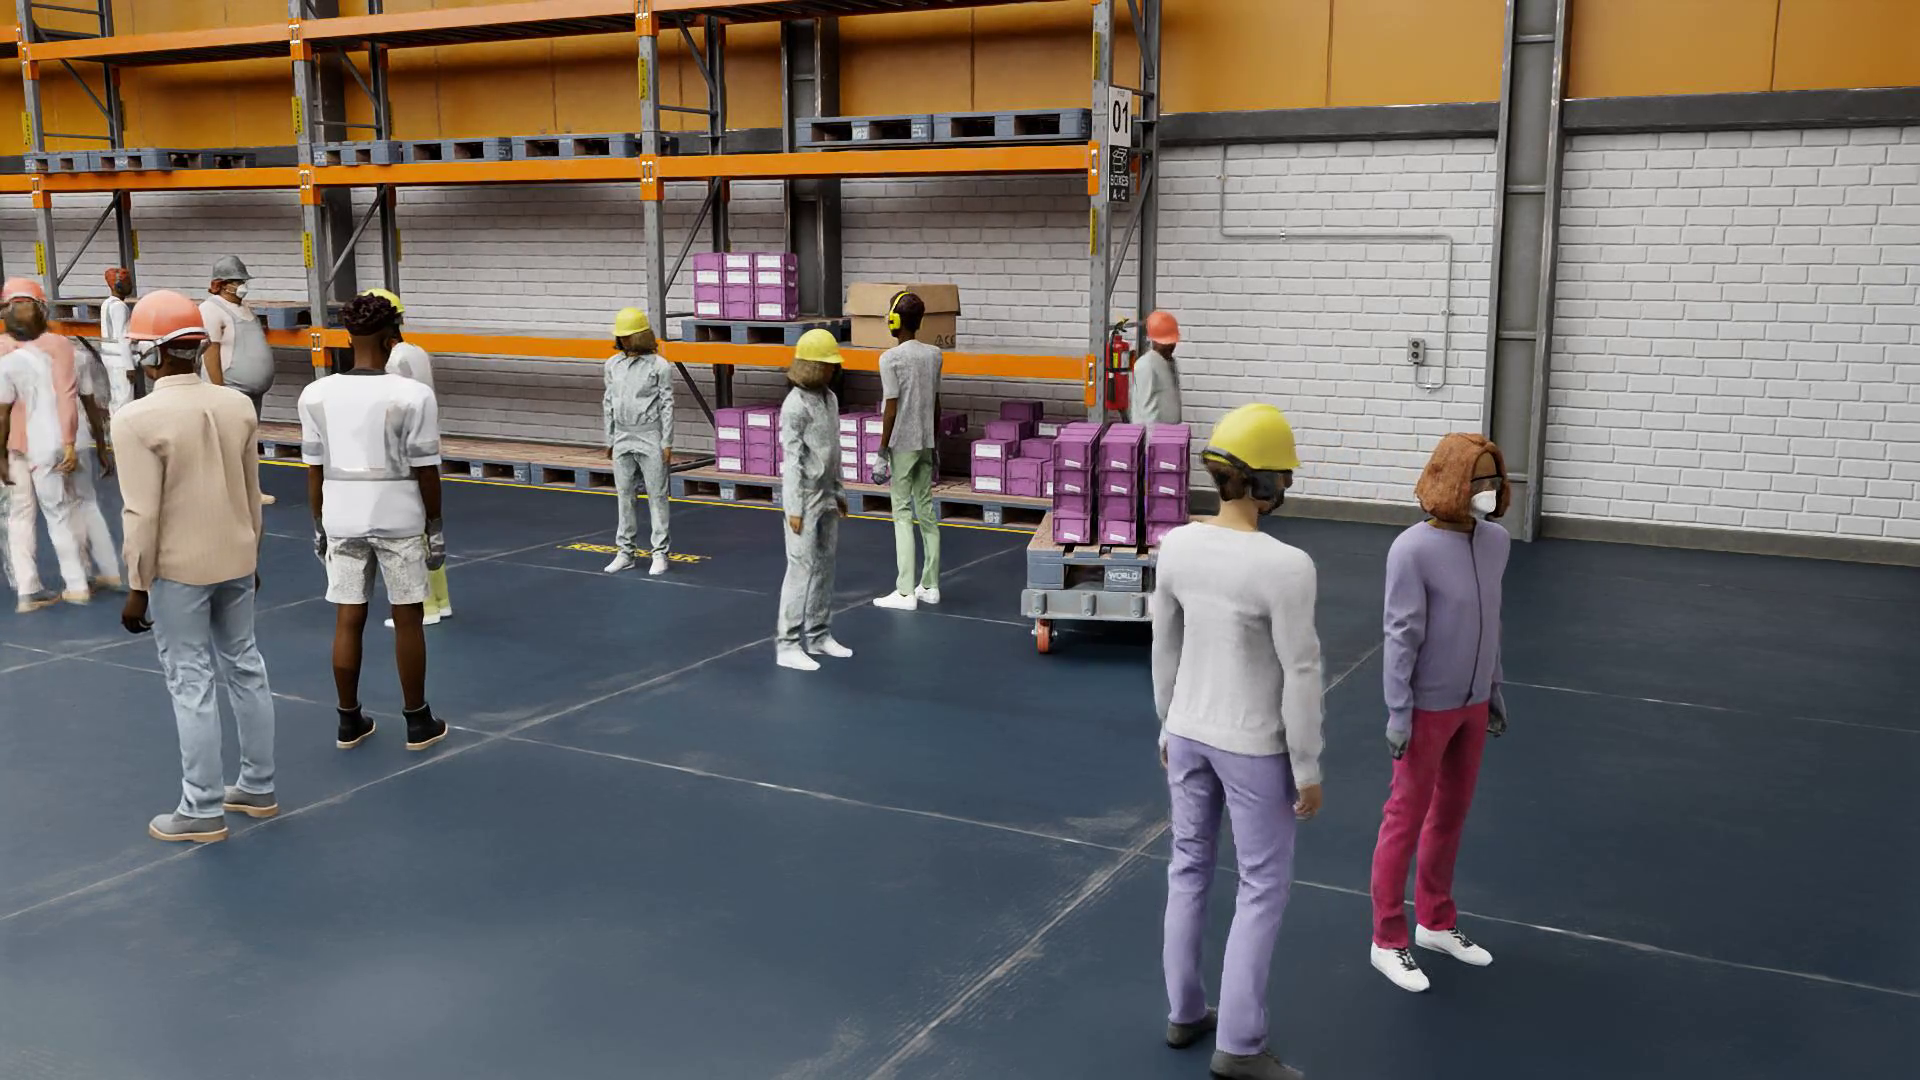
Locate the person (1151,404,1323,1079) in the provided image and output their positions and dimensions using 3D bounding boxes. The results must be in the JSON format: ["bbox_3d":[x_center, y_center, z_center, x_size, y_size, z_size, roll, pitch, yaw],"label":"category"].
[{"bbox_3d":[0.715,0.536,4.350,0.392,1.771,0.552,-8,13,-38],"label":"person"}]

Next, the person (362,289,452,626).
[{"bbox_3d":[-3.141,-0.451,9.355,0.450,1.900,0.599,0,10,0],"label":"person"}]

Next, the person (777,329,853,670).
[{"bbox_3d":[-0.738,-0.206,8.453,0.360,1.731,0.486,4,11,21],"label":"person"}]

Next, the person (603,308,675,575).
[{"bbox_3d":[-2.092,-0.634,10.790,0.485,1.734,0.322,3,11,17],"label":"person"}]

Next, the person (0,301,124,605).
[{"bbox_3d":[-5.399,-0.510,9.894,0.461,1.812,0.566,10,14,43],"label":"person"}]

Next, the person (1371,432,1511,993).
[{"bbox_3d":[1.428,0.493,4.888,0.507,1.632,0.267,-7,13,-35],"label":"person"}]

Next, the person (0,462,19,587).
[{"bbox_3d":[-6.098,-0.549,10.298,0.486,1.744,0.294,-9,13,-39],"label":"person"}]

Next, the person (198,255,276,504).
[{"bbox_3d":[-5.785,-1.260,13.380,0.536,2.000,0.673,1,10,4],"label":"person"}]

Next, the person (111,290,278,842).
[{"bbox_3d":[-2.790,0.101,6.044,0.391,1.995,0.613,4,11,22],"label":"person"}]

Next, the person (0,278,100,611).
[{"bbox_3d":[-5.506,-0.581,9.934,0.639,1.935,0.787,0,10,2],"label":"person"}]

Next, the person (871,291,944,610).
[{"bbox_3d":[-0.316,-0.523,9.804,0.328,1.873,0.518,9,14,40],"label":"person"}]

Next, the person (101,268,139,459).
[{"bbox_3d":[-8.209,-1.716,16.315,0.361,1.883,0.574,-8,13,-36],"label":"person"}]

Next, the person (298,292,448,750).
[{"bbox_3d":[-2.489,-0.072,7.112,0.602,1.957,0.385,1,10,5],"label":"person"}]
